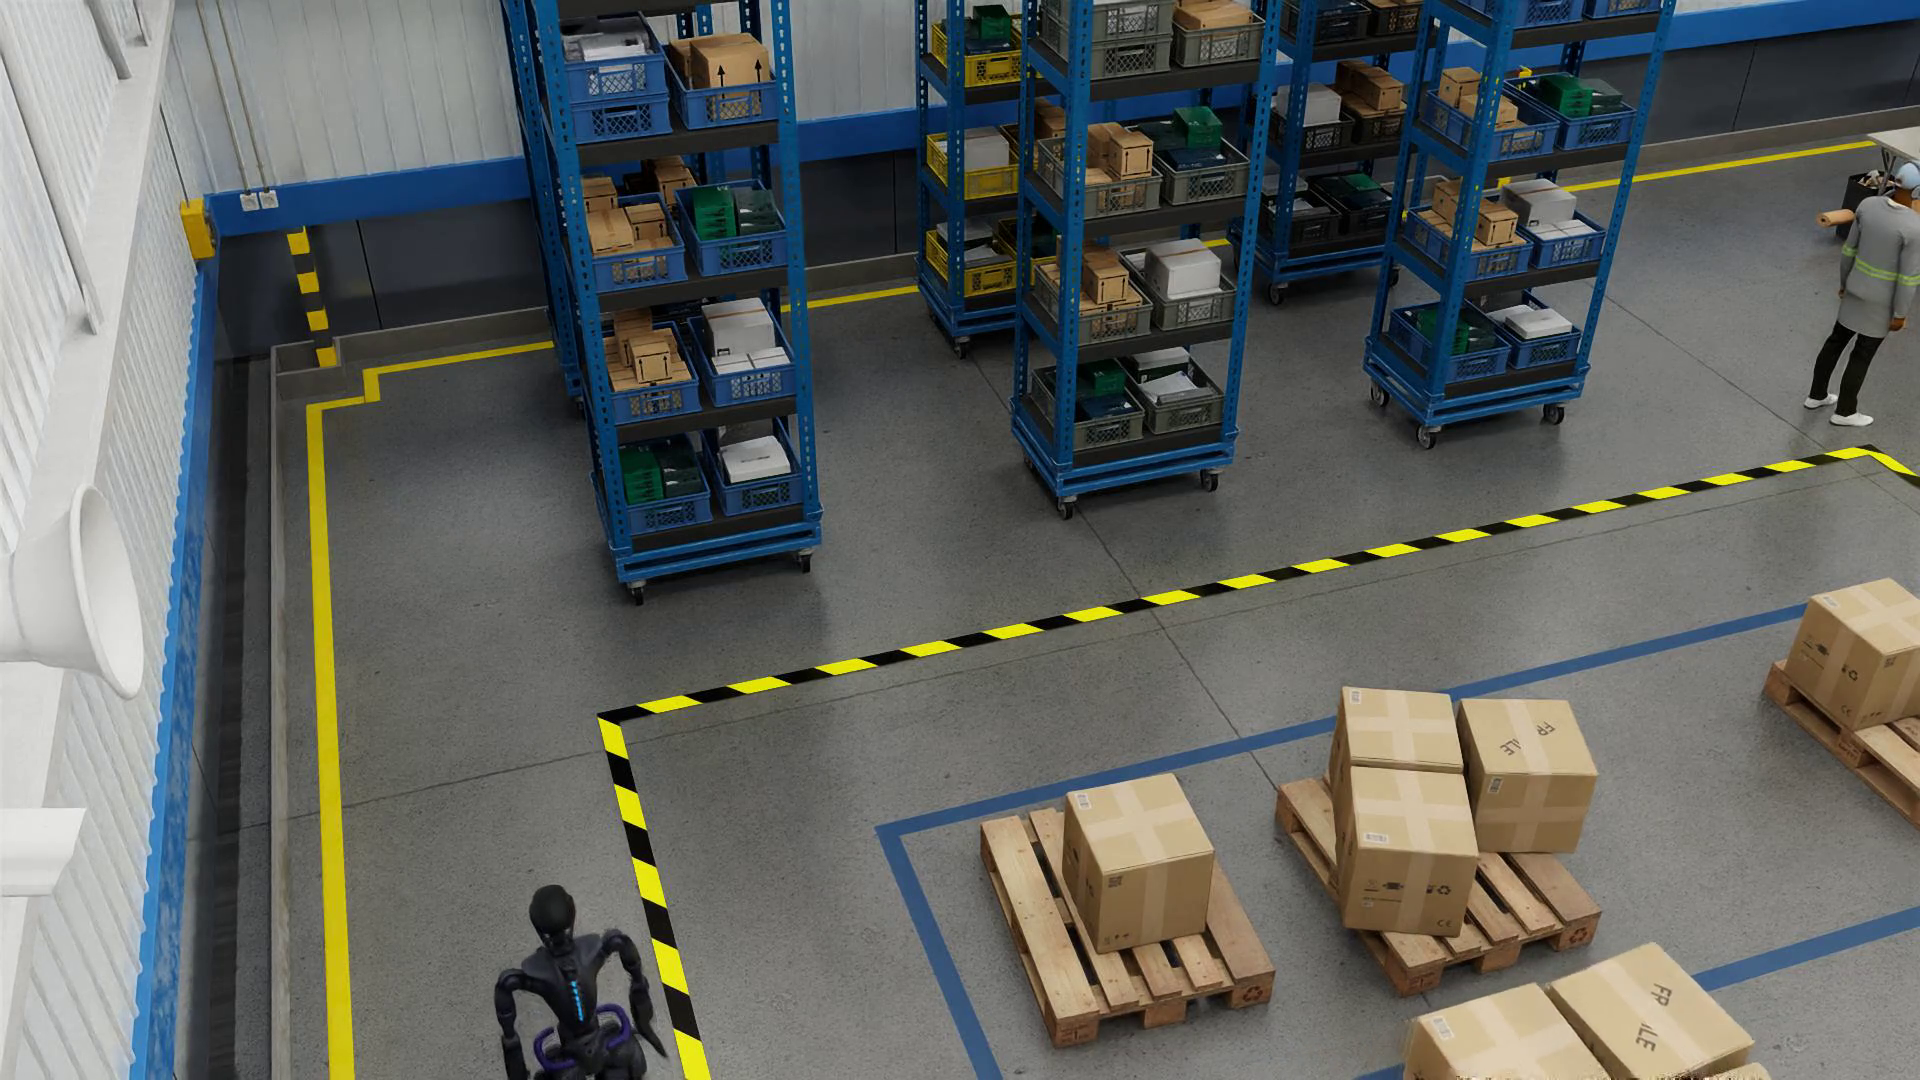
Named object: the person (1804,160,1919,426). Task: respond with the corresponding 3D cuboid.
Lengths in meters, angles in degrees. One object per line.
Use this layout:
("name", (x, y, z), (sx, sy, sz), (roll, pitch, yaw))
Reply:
("person", (6.040, -1.625, 10.986), (0.366, 1.852, 0.589), (-11, 37, -15))

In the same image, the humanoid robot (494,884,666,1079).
("humanoid robot", (-1.379, 1.926, 6.119), (0.601, 1.680, 0.375), (-18, 39, -24))
